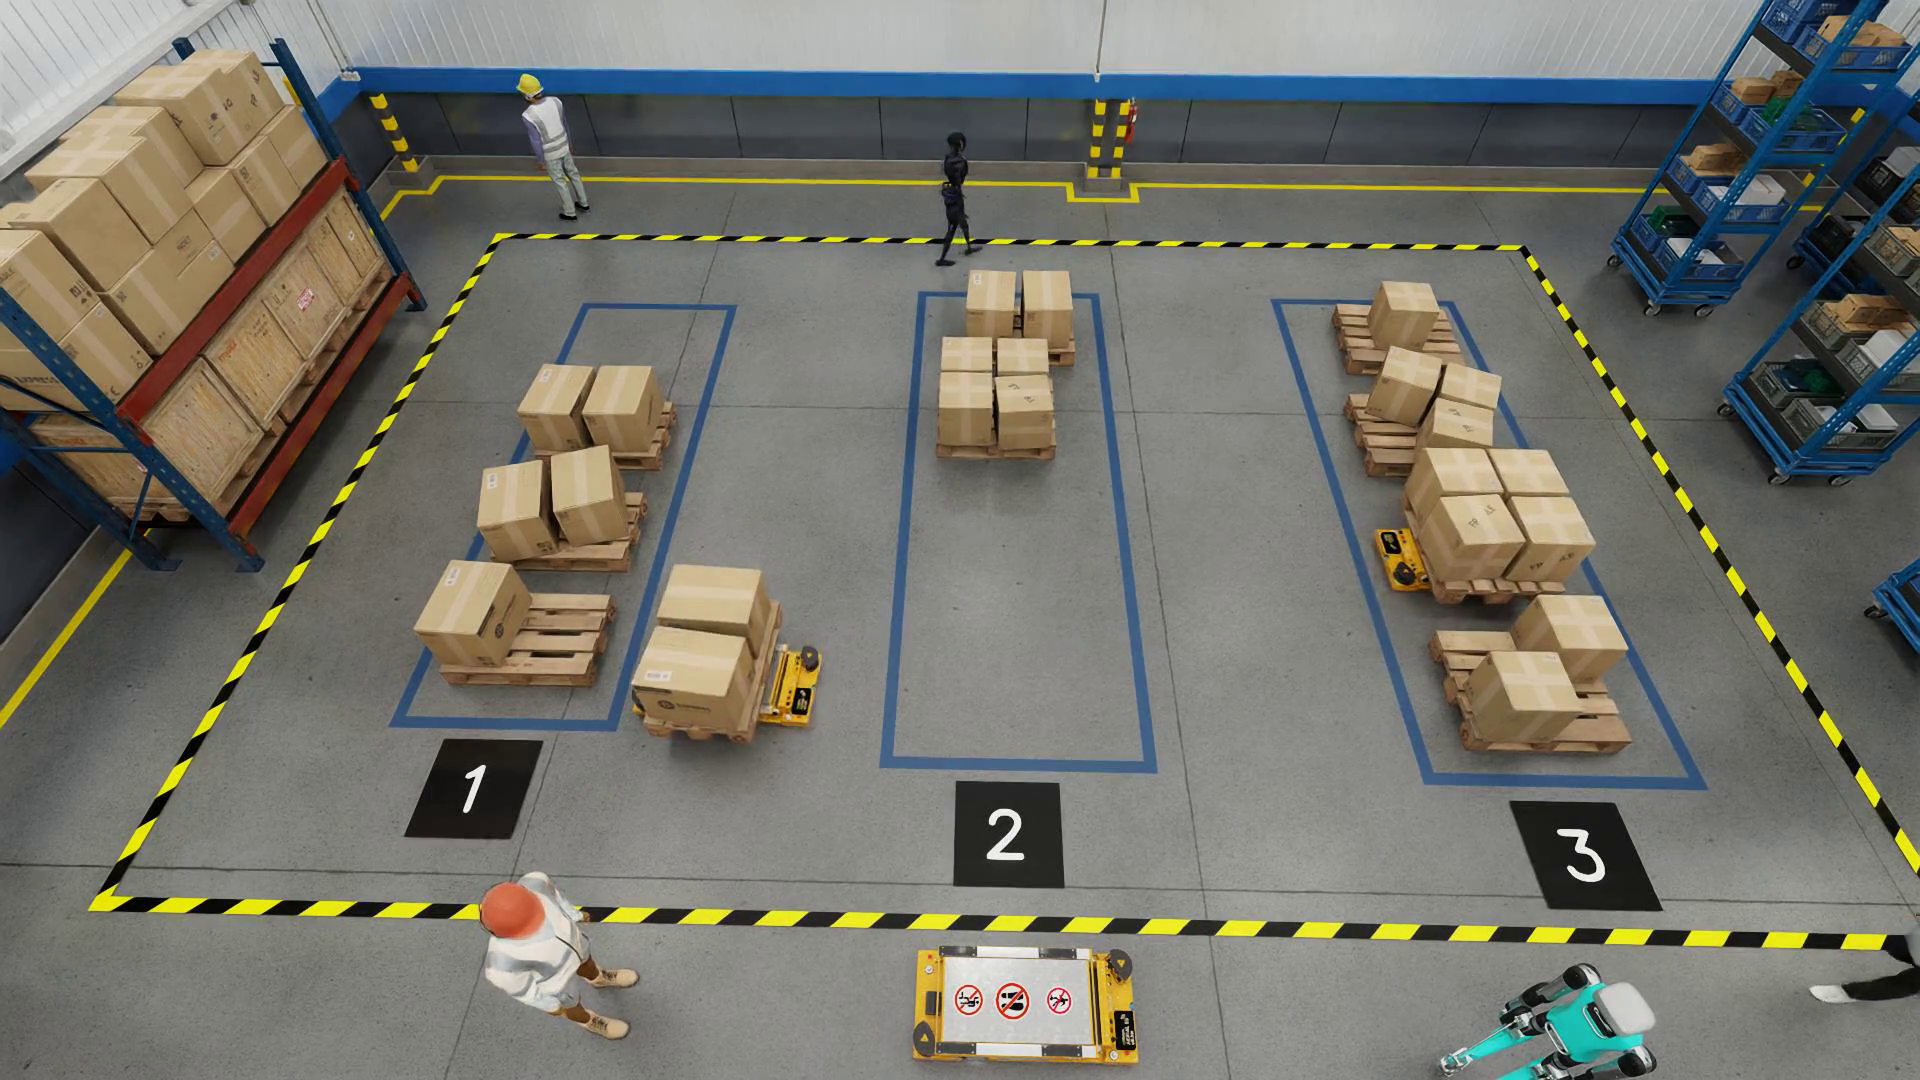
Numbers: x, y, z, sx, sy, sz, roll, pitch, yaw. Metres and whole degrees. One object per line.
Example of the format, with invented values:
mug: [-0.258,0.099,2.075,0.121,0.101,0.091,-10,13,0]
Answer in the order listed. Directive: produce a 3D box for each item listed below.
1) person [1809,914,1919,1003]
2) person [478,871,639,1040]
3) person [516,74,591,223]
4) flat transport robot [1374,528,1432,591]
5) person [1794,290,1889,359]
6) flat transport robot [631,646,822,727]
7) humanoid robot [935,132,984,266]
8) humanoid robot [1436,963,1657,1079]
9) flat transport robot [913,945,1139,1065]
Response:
person: [6.068,2.464,5.466,0.671,1.836,0.602,3,51,2]
person: [-2.326,2.437,5.359,0.390,2.038,0.605,2,51,1]
person: [-5.088,-4.885,11.456,0.404,1.837,0.592,22,54,17]
flat transport robot: [4.603,0.154,8.343,1.431,0.197,0.652,1,51,1]
person: [9.585,-2.304,9.374,0.539,1.818,0.812,-9,51,-7]
flat transport robot: [-1.904,1.150,7.531,1.431,0.197,0.652,4,51,3]
humanoid robot: [-0.005,-4.030,10.872,0.650,1.633,0.601,-7,51,-6]
humanoid robot: [3.093,2.871,5.109,0.735,1.681,0.533,-11,52,-9]
flat transport robot: [0.422,3.041,6.007,1.431,0.231,0.659,1,51,1]
